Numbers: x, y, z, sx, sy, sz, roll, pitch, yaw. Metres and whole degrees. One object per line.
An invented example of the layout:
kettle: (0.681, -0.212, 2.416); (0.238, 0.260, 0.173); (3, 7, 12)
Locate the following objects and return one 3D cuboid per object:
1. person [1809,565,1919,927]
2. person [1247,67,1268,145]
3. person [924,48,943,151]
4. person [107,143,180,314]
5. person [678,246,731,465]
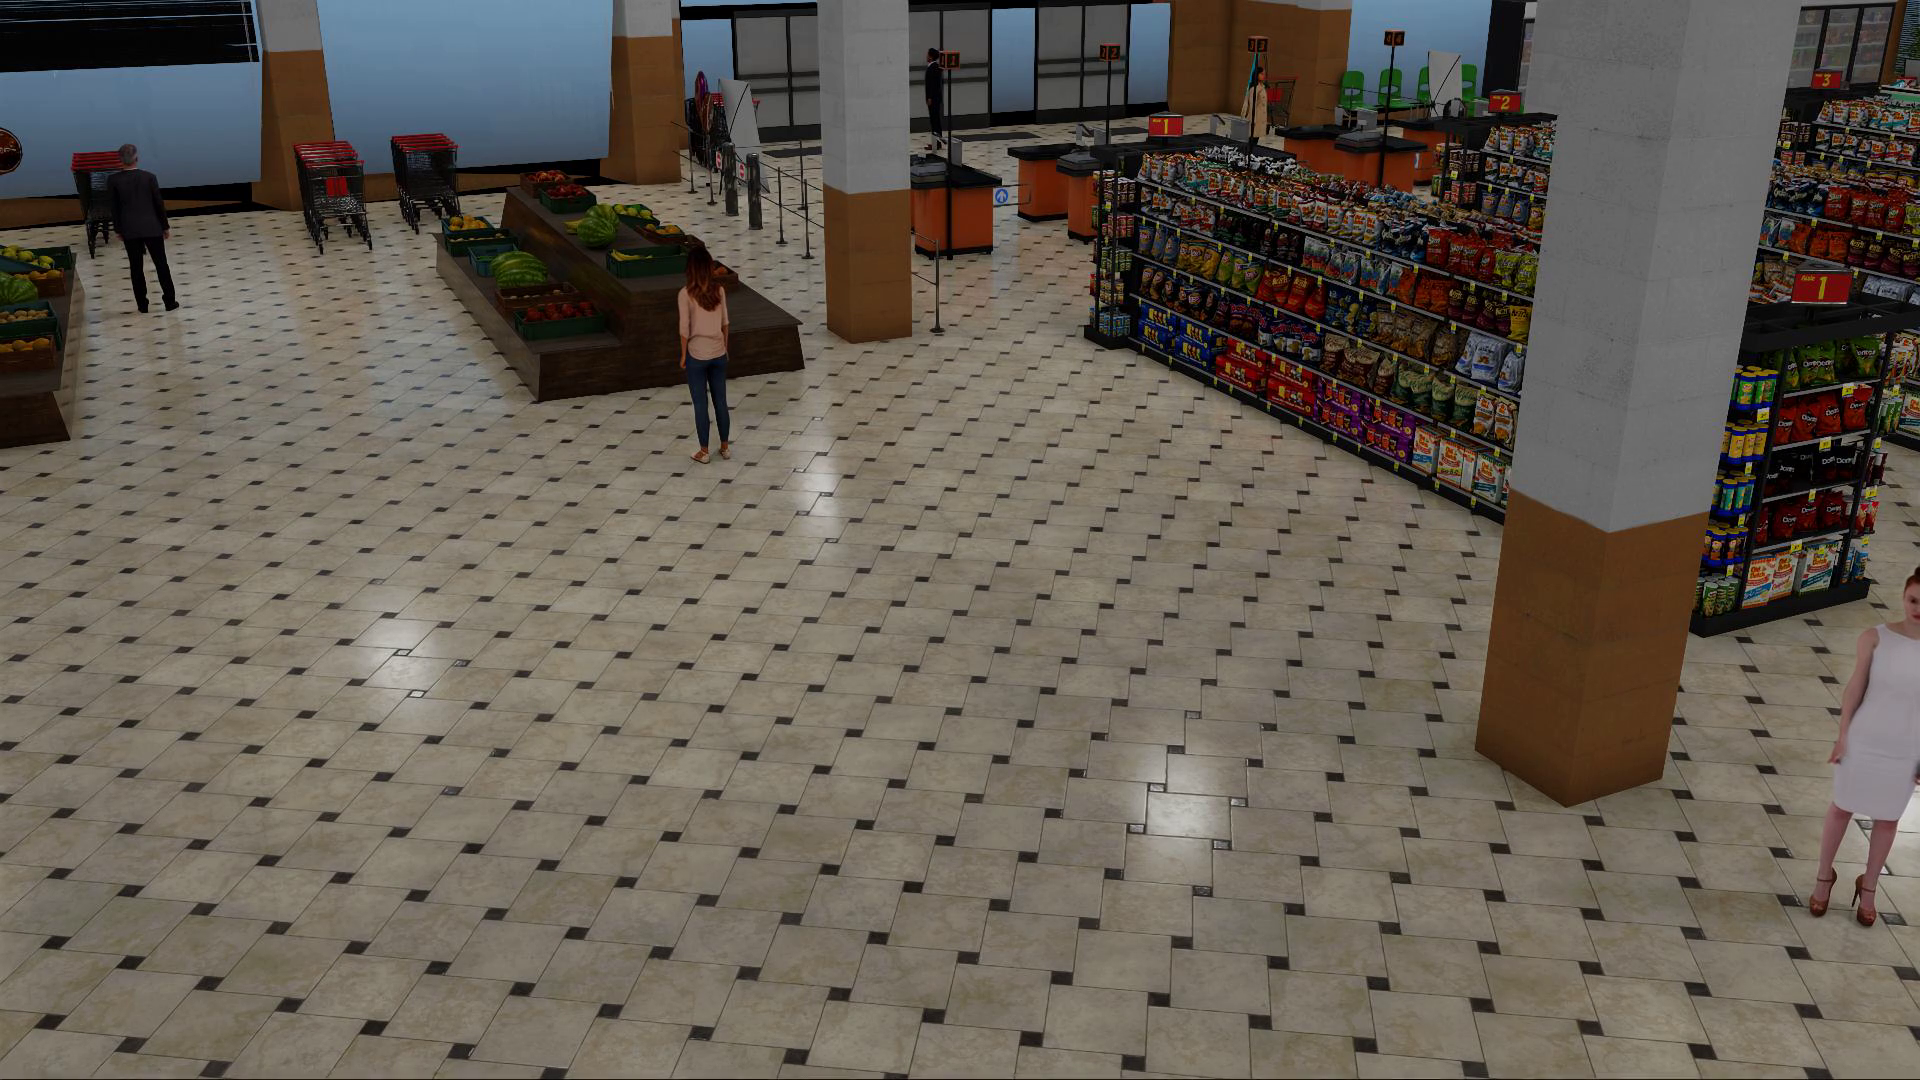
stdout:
person: (4.170, 0.937, 7.504); (0.614, 1.791, 0.694); (10, 24, 23)
person: (4.757, -6.762, 26.808); (0.734, 1.682, 0.709); (11, 24, 25)
person: (-0.456, -7.731, 29.163); (0.764, 1.724, 0.676); (5, 23, 13)
person: (-9.025, -3.439, 18.329); (0.726, 1.840, 0.575); (-9, 24, -21)
person: (-2.074, -1.510, 13.592); (0.609, 1.792, 0.551); (-13, 25, -29)
